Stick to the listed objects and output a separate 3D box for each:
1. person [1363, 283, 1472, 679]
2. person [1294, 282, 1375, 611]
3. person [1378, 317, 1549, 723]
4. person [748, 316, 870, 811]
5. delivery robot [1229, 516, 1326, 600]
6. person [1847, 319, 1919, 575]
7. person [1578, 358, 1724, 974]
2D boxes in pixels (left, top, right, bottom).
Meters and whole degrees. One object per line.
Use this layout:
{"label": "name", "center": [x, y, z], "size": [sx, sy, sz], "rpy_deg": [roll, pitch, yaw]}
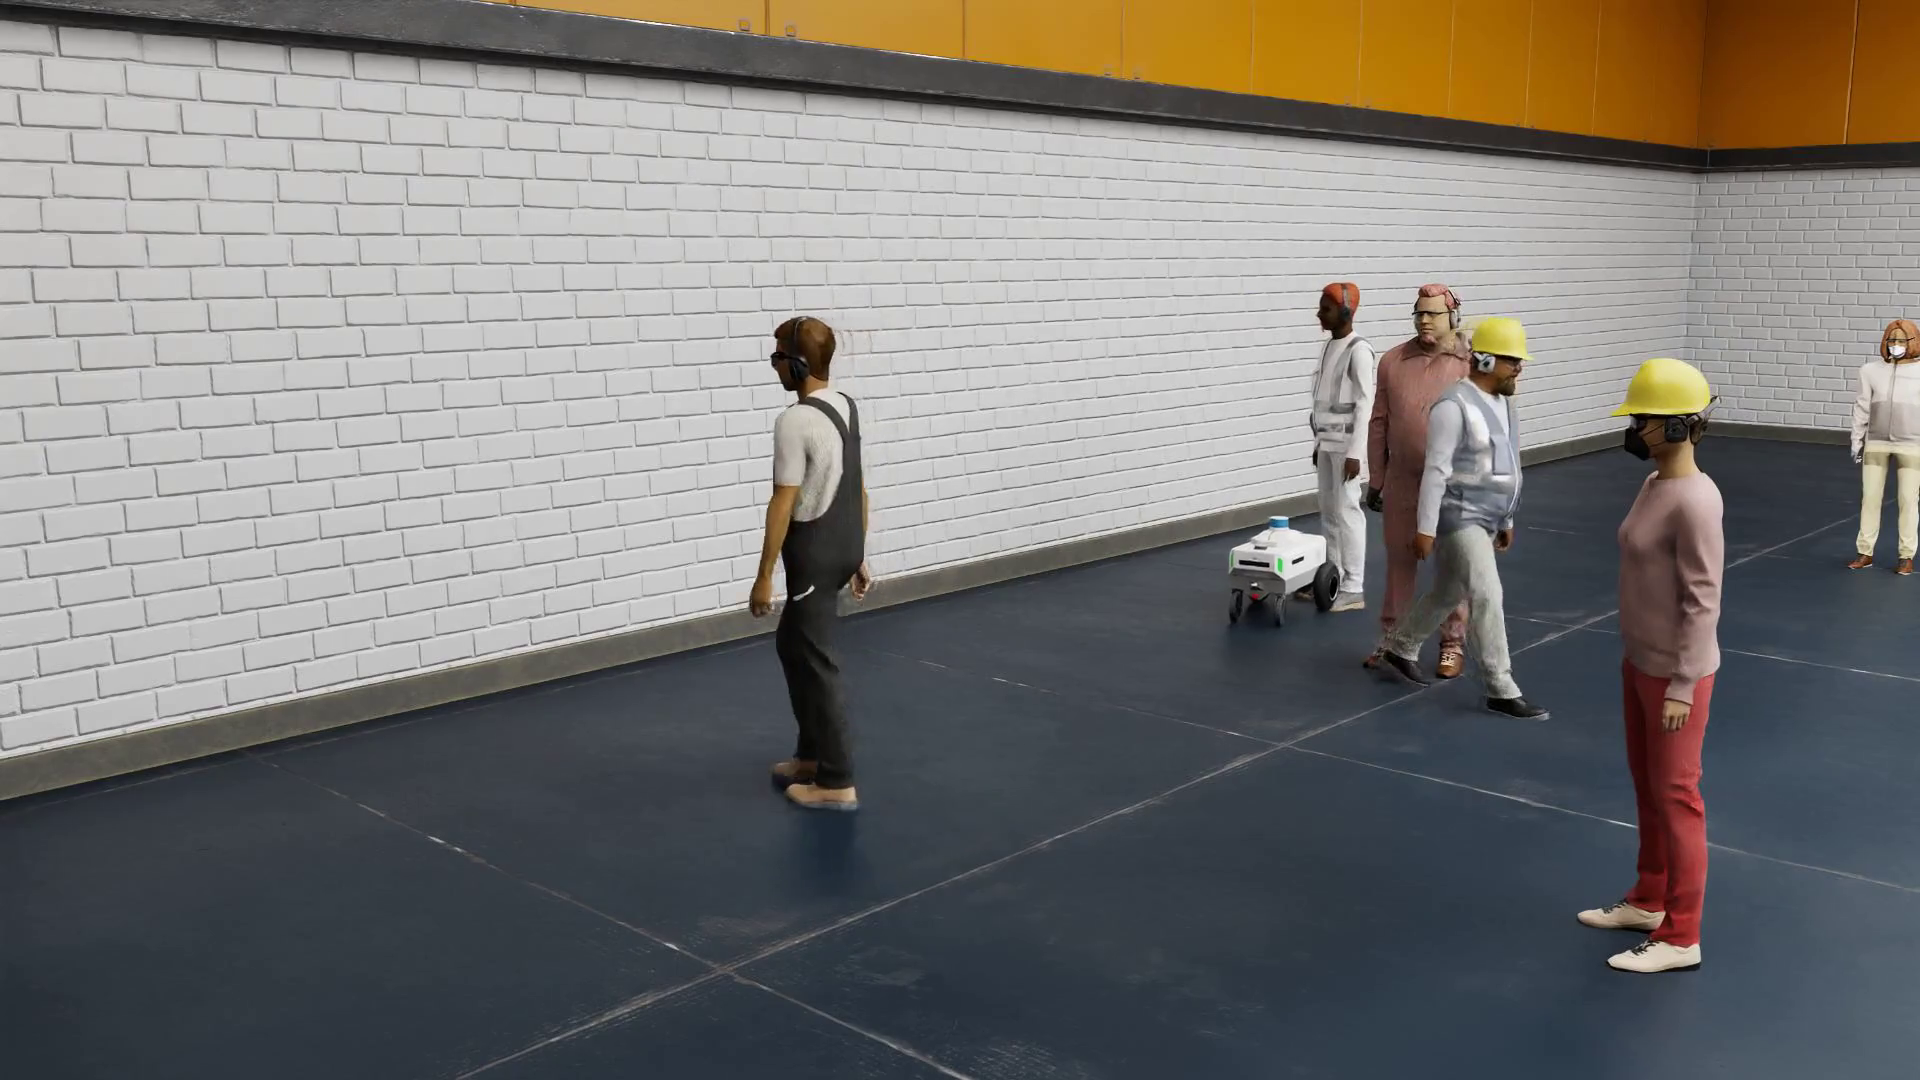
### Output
{"label": "person", "center": [2.275, -0.282, 8.073], "size": [0.652, 1.905, 0.402], "rpy_deg": [7, 12, 33]}
{"label": "person", "center": [2.185, -0.539, 9.595], "size": [0.338, 1.882, 0.584], "rpy_deg": [-2, 10, -9]}
{"label": "person", "center": [2.299, -0.126, 7.571], "size": [0.929, 1.777, 0.608], "rpy_deg": [10, 14, 44]}
{"label": "person", "center": [-0.614, 0.093, 6.156], "size": [0.577, 1.830, 0.522], "rpy_deg": [4, 11, 20]}
{"label": "delivery robot", "center": [1.803, 0.109, 9.423], "size": [0.477, 0.478, 0.707], "rpy_deg": [7, 12, 32]}
{"label": "person", "center": [5.976, -0.595, 10.650], "size": [0.501, 1.627, 0.269], "rpy_deg": [8, 13, 39]}
{"label": "person", "center": [2.001, 0.363, 4.796], "size": [0.326, 1.767, 0.533], "rpy_deg": [1, 10, 8]}
